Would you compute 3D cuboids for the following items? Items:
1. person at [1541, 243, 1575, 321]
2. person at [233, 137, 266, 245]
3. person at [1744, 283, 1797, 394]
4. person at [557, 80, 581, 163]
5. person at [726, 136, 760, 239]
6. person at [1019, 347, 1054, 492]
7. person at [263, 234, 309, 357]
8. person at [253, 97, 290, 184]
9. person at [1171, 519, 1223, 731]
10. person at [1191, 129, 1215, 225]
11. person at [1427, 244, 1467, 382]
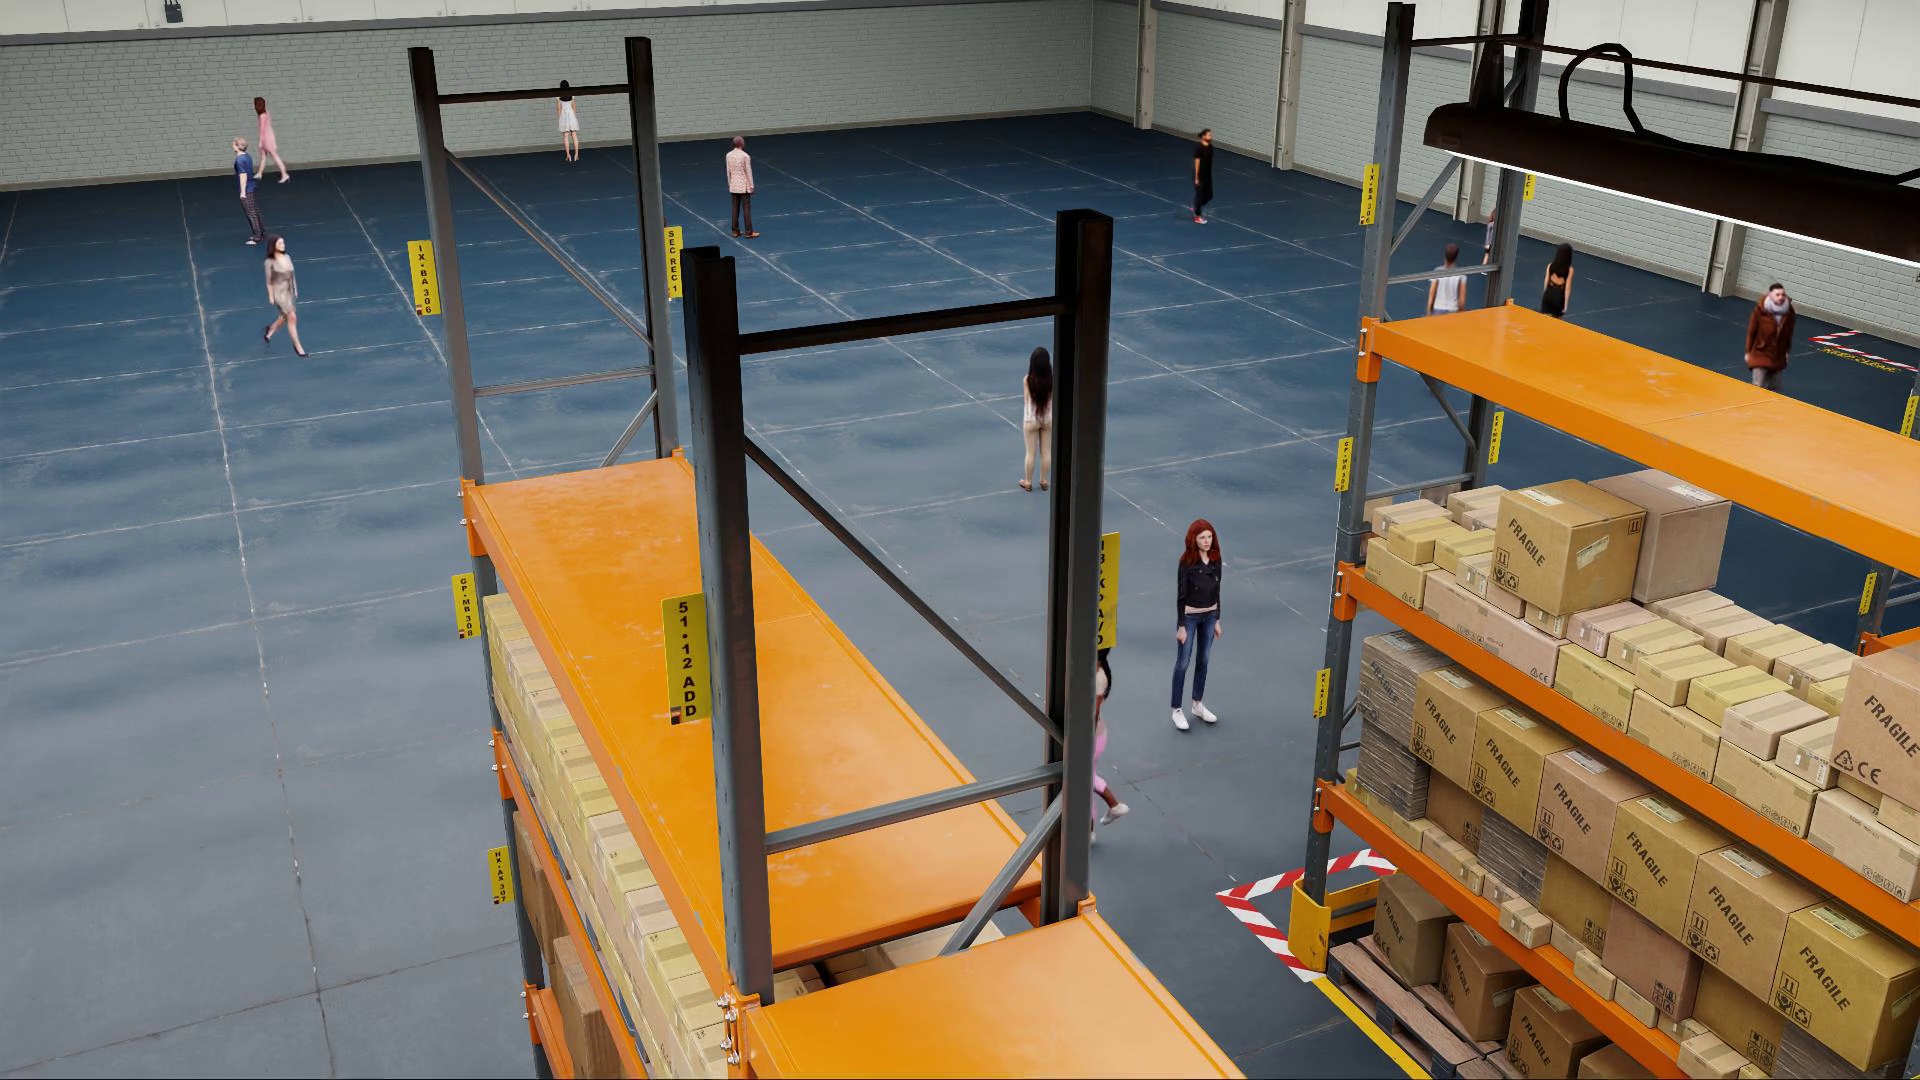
[{"bbox_3d":[8.182,-3.246,22.994,1.084,1.601,0.985,16,28,32],"label":"person"},{"bbox_3d":[-12.713,-6.244,29.698,0.797,1.871,0.633,-1,23,-3],"label":"person"},{"bbox_3d":[9.878,-2.270,20.417,0.909,1.821,1.056,-1,23,-2],"label":"person"},{"bbox_3d":[-8.774,-9.386,37.213,0.637,1.774,0.619,-10,25,-21],"label":"person"},{"bbox_3d":[-3.977,-6.400,30.146,0.748,1.808,0.839,11,26,25],"label":"person"},{"bbox_3d":[0.877,-1.329,18.420,0.623,1.652,0.569,-10,25,-23],"label":"person"},{"bbox_3d":[-9.508,-3.407,23.216,1.088,1.723,1.004,9,25,20],"label":"person"},{"bbox_3d":[-14.338,-8.319,34.714,0.868,1.765,1.061,-4,23,-9],"label":"person"},{"bbox_3d":[1.928,0.671,13.546,0.559,1.787,0.532,-11,25,-24],"label":"person"},{"bbox_3d":[4.495,-6.844,31.267,0.740,1.748,0.815,-20,30,-38],"label":"person"},{"bbox_3d":[6.434,-2.984,22.054,0.825,1.855,0.887,6,24,14],"label":"person"}]
